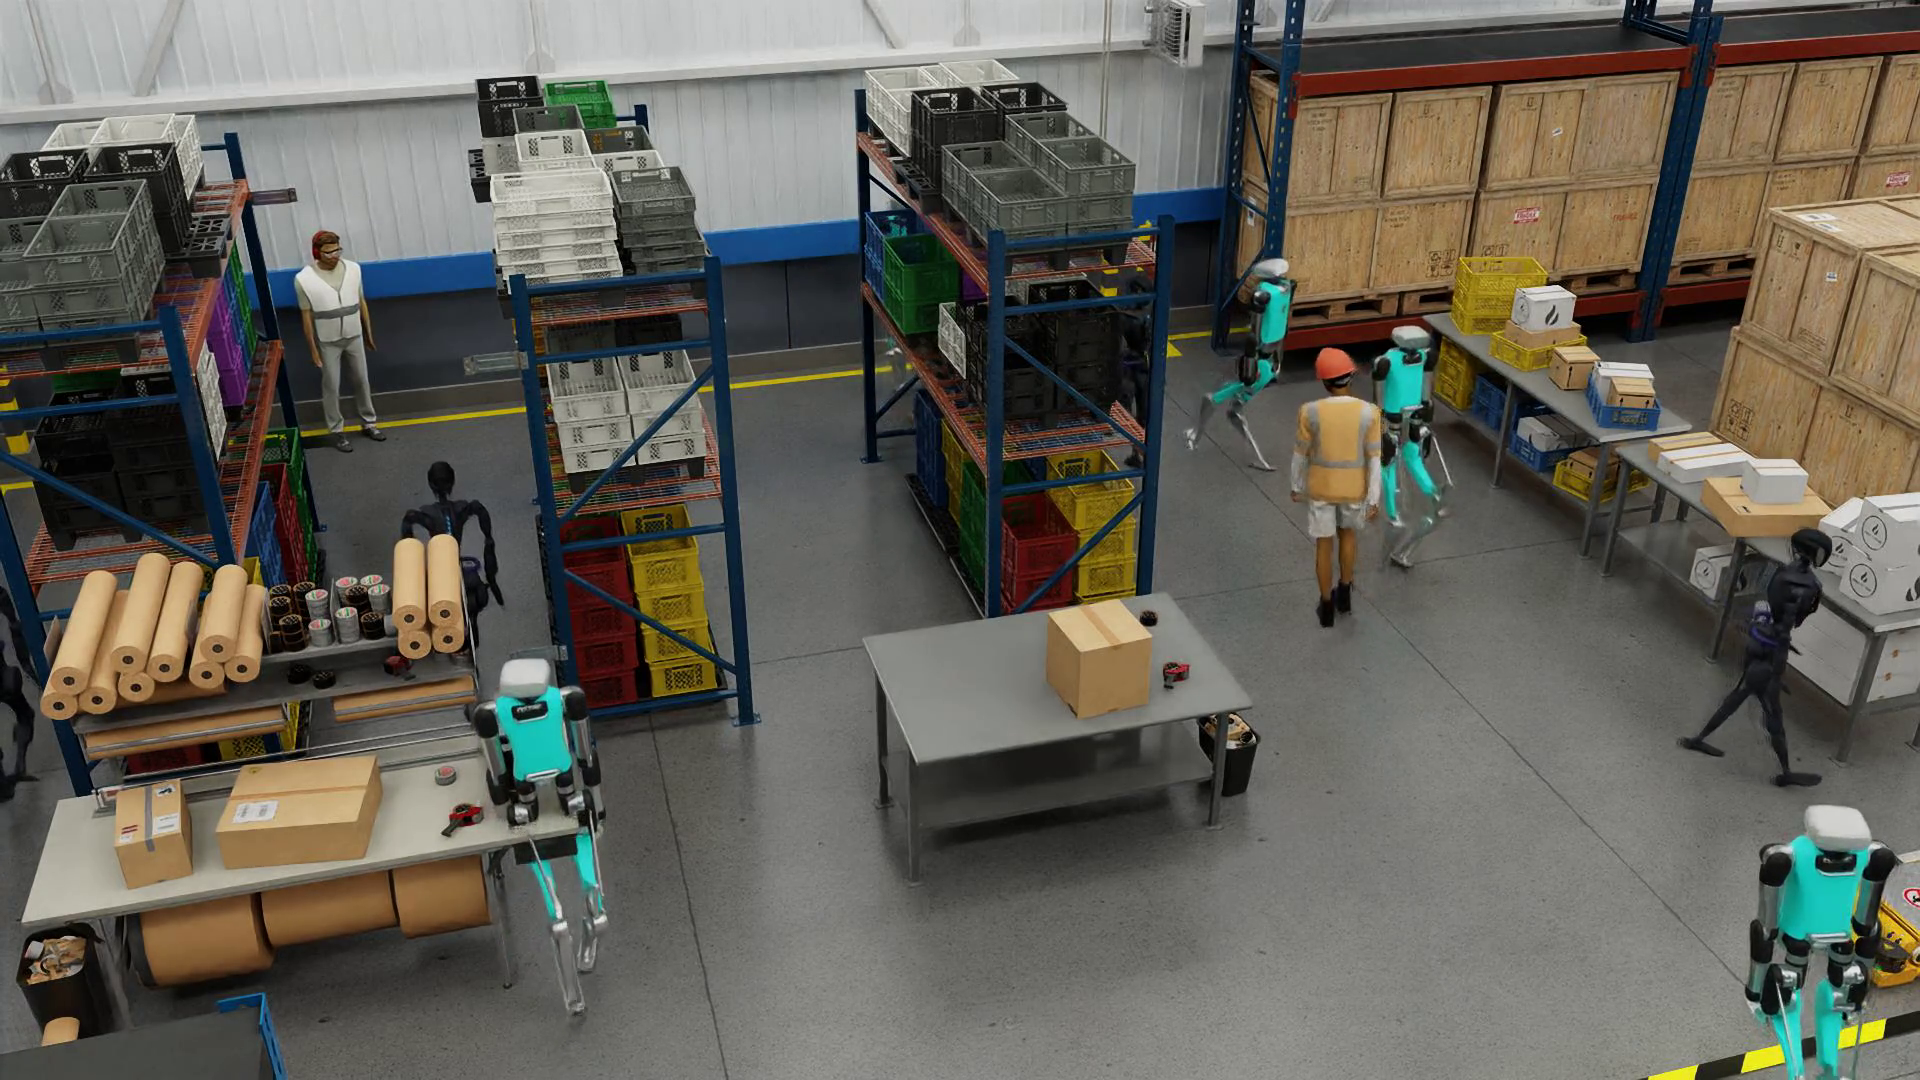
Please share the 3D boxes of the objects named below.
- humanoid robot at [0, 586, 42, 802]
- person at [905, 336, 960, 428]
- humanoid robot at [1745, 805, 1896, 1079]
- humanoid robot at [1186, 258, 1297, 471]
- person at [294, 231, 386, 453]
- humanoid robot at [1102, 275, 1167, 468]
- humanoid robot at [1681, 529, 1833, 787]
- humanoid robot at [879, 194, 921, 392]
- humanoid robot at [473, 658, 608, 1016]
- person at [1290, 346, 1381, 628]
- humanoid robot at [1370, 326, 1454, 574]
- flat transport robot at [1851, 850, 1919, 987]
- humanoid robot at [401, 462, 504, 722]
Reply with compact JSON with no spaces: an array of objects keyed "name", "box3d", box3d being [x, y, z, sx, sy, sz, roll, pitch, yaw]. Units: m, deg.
[{"name":"humanoid robot","box3d":[-5.538,0.748,9.334,0.602,1.653,0.376,-9,30,-15]},{"name":"person","box3d":[-0.164,-1.657,13.555,0.496,1.833,0.509,-6,29,-11]},{"name":"humanoid robot","box3d":[3.615,2.012,6.987,0.565,1.782,0.790,0,29,0]},{"name":"humanoid robot","box3d":[2.182,-1.432,13.288,0.936,1.799,0.531,22,36,35]},{"name":"person","box3d":[-5.043,-1.632,13.506,0.385,1.836,0.566,25,38,38]},{"name":"humanoid robot","box3d":[1.329,-1.344,13.149,0.493,1.644,0.597,24,37,37]},{"name":"humanoid robot","box3d":[4.703,0.651,9.562,0.778,1.623,0.601,14,32,23]},{"name":"humanoid robot","box3d":[-0.545,-2.028,14.361,0.542,1.813,0.734,14,32,23]},{"name":"humanoid robot","box3d":[-1.943,1.523,7.975,0.554,1.887,0.774,-8,30,-14]},{"name":"person","box3d":[2.490,-0.346,11.110,0.573,1.886,0.600,3,29,6]},{"name":"humanoid robot","box3d":[3.195,-0.530,11.701,0.545,1.873,0.758,-13,31,-22]},{"name":"flat transport robot","box3d":[5.163,1.916,8.676,1.431,0.231,0.659,-8,30,-14]},{"name":"humanoid robot","box3d":[-3.146,0.279,10.247,0.610,1.630,0.792,-14,32,-24]}]
